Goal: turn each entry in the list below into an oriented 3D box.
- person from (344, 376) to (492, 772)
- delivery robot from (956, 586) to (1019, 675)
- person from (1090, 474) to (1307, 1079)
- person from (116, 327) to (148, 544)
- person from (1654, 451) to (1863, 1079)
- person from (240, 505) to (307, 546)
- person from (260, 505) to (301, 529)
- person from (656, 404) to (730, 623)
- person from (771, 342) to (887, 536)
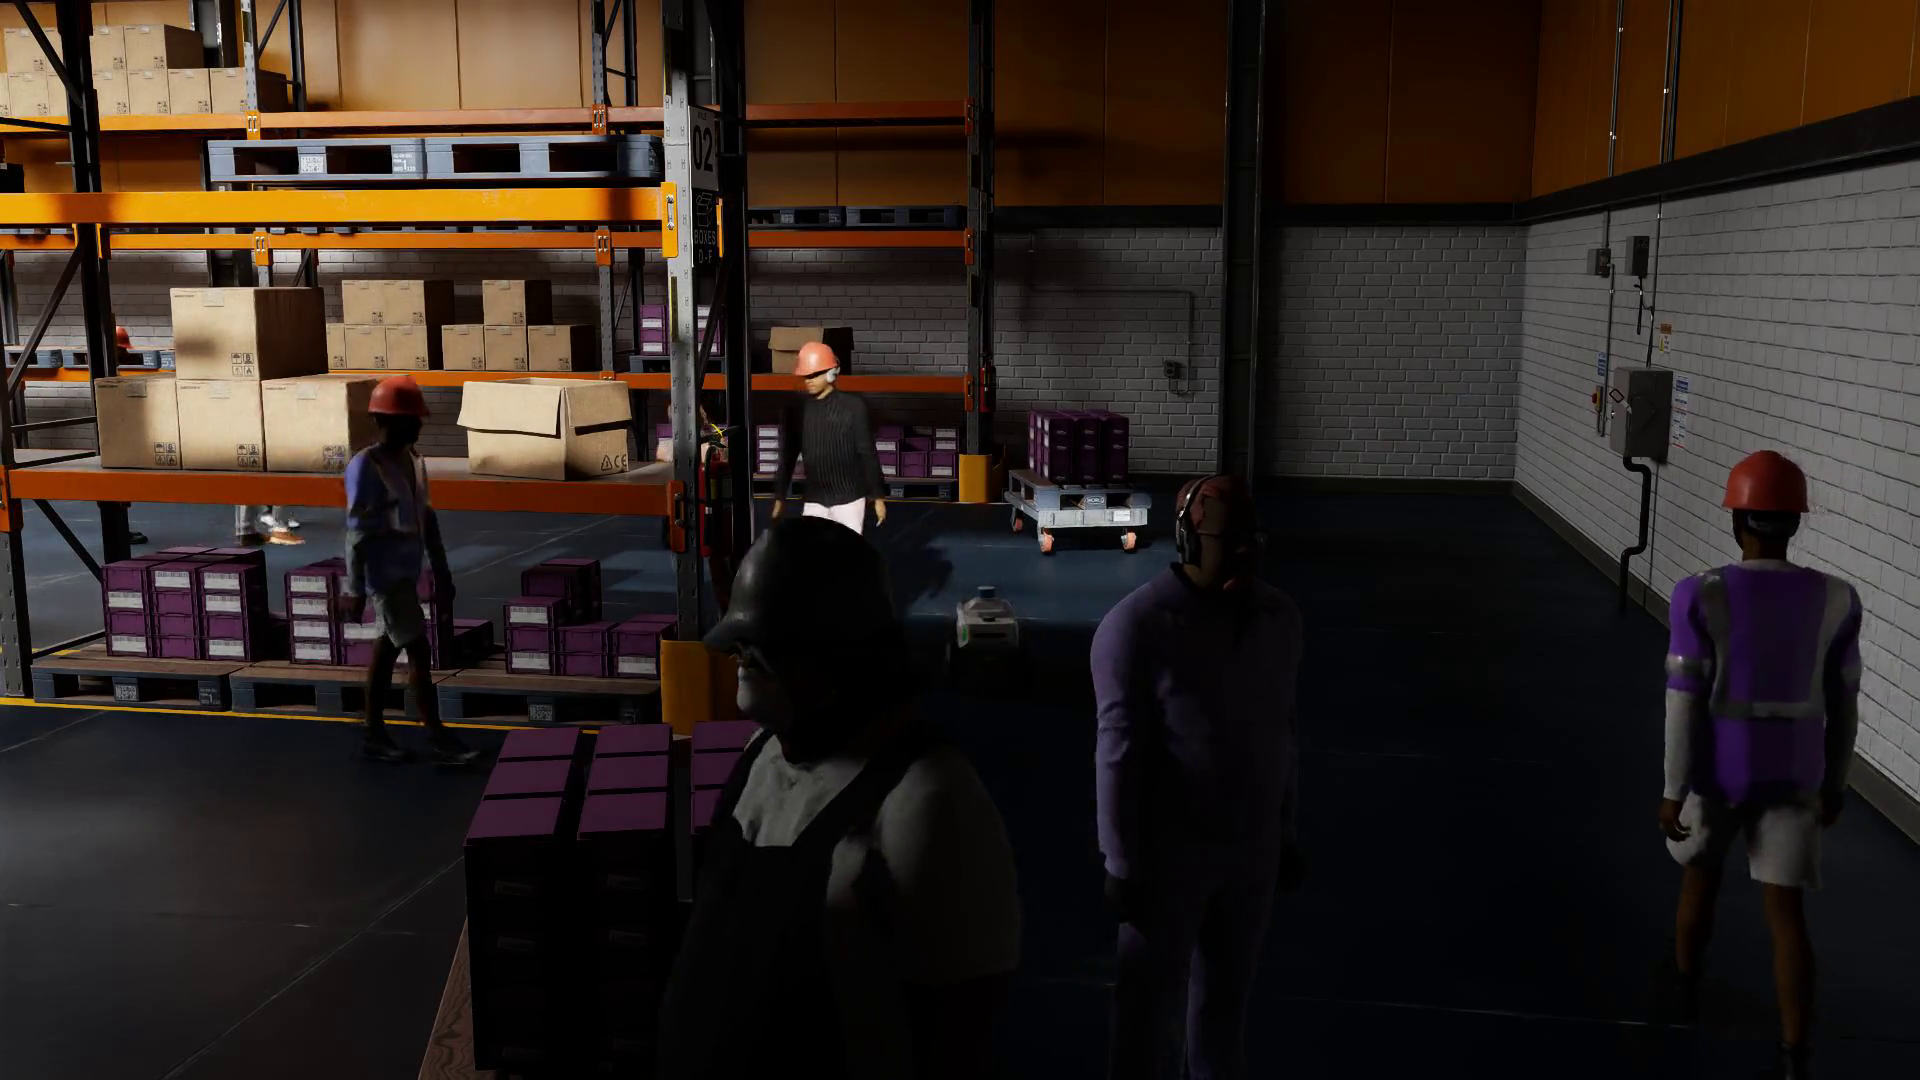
[{"bbox_3d":[-2.592,0.174,8.010,0.859,1.904,0.577,1,9,9],"label":"person"},{"bbox_3d":[0.156,0.515,9.788,0.477,0.478,0.707,-1,9,-2],"label":"delivery robot"},{"bbox_3d":[0.643,0.777,4.276,0.642,1.909,0.399,-5,11,-30],"label":"person"},{"bbox_3d":[-7.472,-0.922,14.756,0.374,1.929,0.542,-5,11,-30],"label":"person"},{"bbox_3d":[2.385,0.678,4.976,0.569,1.887,1.016,1,9,9],"label":"person"},{"bbox_3d":[-6.077,-0.874,14.643,0.685,1.860,0.617,-6,11,-34],"label":"person"},{"bbox_3d":[-6.364,-1.034,15.628,0.758,1.863,0.614,6,11,32],"label":"person"},{"bbox_3d":[-1.615,-0.082,10.540,0.616,1.613,0.304,0,9,3],"label":"person"},{"bbox_3d":[-0.814,-0.266,10.553,0.663,1.970,0.830,5,11,29],"label":"person"}]
